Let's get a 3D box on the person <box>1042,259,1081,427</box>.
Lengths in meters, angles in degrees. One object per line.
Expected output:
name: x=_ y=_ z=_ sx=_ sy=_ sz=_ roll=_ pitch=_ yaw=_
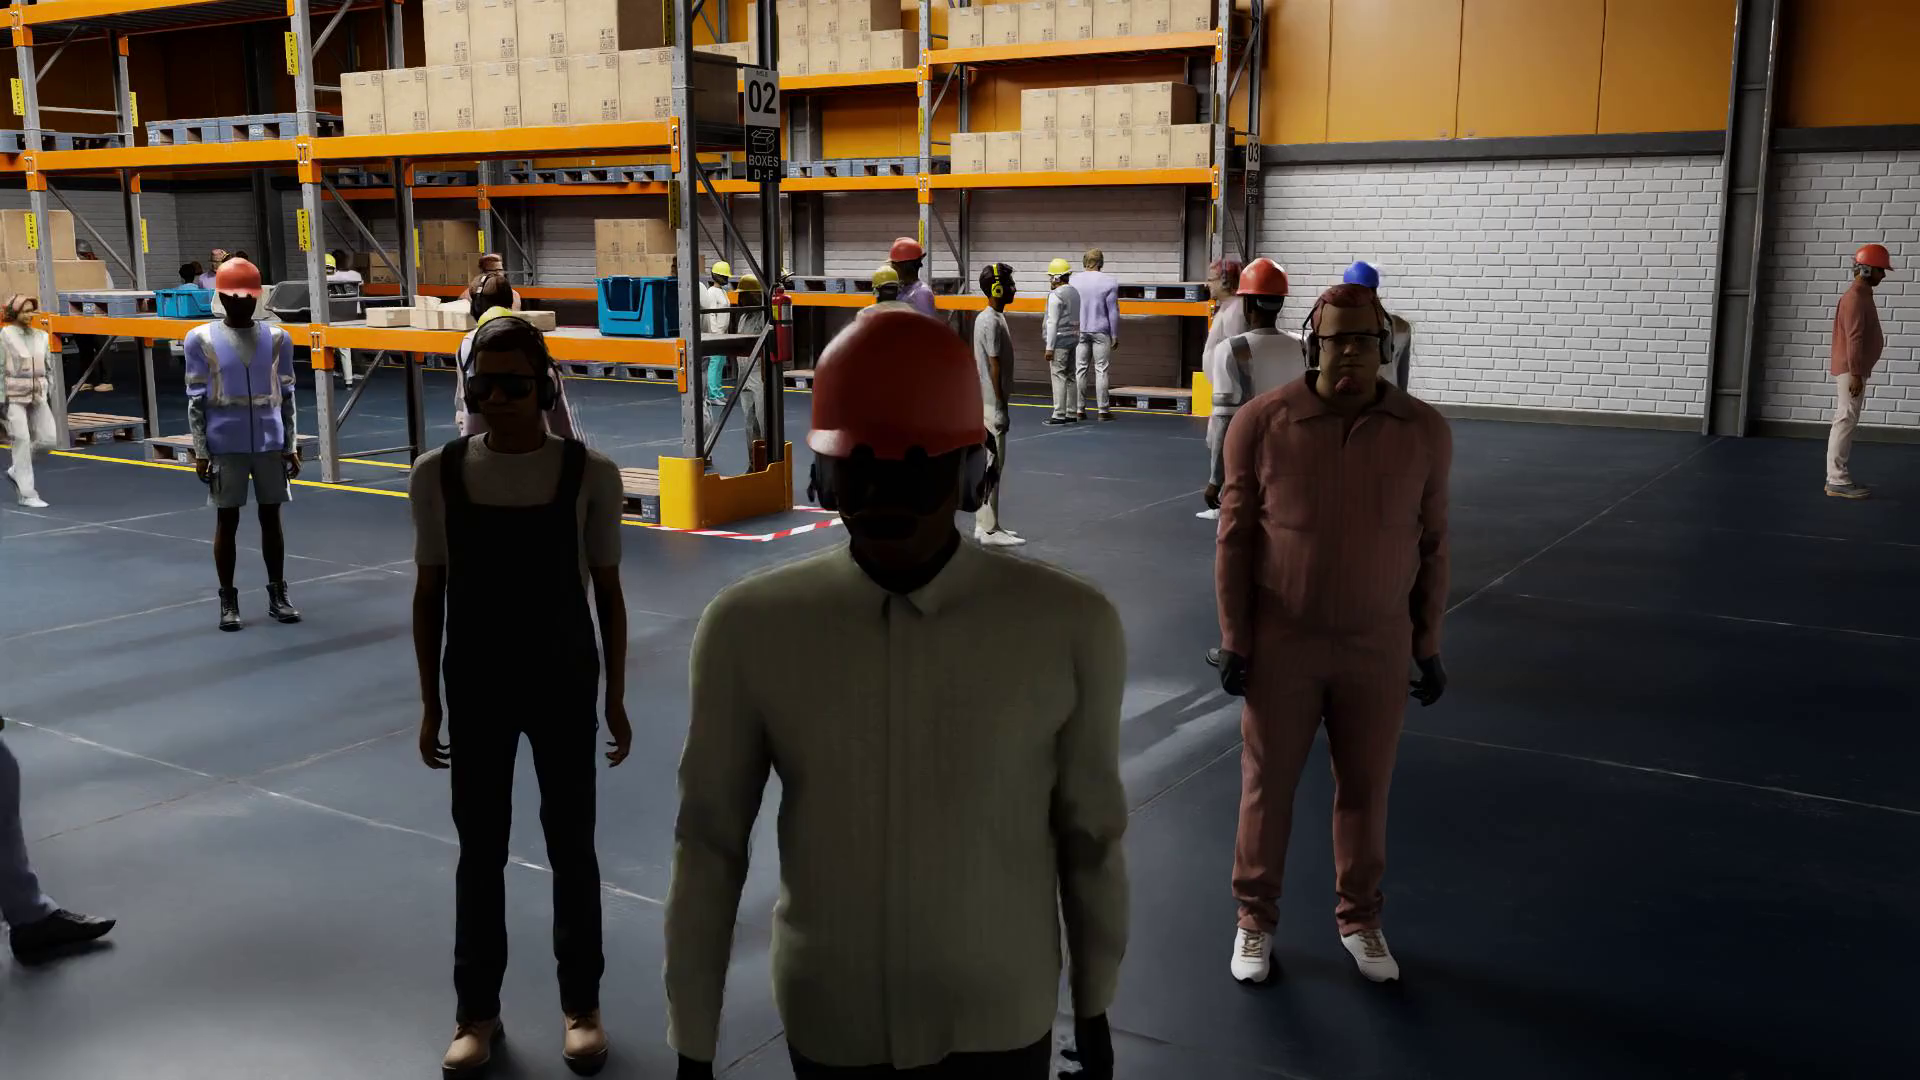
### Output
person: x=1.102 y=-2.146 z=18.142 sx=0.405 sy=1.824 sz=0.586 roll=6 pitch=12 yaw=29

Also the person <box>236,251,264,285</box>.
person: x=-11.617 y=-3.759 z=27.014 sx=0.627 sy=1.844 sz=0.429 roll=-5 pitch=11 yaw=-24

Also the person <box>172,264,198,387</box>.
person: x=-10.606 y=-2.961 z=22.987 sx=0.537 sy=1.696 sz=0.320 roll=-7 pitch=13 yaw=-36

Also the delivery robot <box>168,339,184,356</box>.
delivery robot: x=-12.330 y=-3.117 z=26.759 sx=0.707 sy=0.478 sz=0.477 roll=-1 pitch=10 yaw=-3

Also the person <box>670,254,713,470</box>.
person: x=-2.356 y=-1.578 z=14.656 sx=0.354 sy=1.937 sz=0.635 roll=0 pitch=10 yaw=-1

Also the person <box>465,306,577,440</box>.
person: x=-2.152 y=-0.289 z=8.170 sx=0.935 sy=1.691 sz=0.575 roll=9 pitch=14 yaw=41

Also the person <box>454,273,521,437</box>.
person: x=-2.550 y=-0.538 z=9.163 sx=0.429 sy=1.844 sz=0.627 roll=3 pitch=11 yaw=17

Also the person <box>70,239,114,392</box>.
person: x=-11.695 y=-3.002 z=22.267 sx=0.680 sy=2.000 sz=0.536 roll=4 pitch=11 yaw=21

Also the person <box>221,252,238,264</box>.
person: x=-8.717 y=-2.515 z=20.036 sx=0.327 sy=1.874 sz=0.519 roll=7 pitch=13 yaw=35

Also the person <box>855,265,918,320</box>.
person: x=-0.561 y=-1.267 z=13.259 sx=0.613 sy=1.821 sz=0.469 roll=-3 pitch=11 yaw=-15

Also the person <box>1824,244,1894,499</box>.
person: x=7.094 y=-1.333 z=13.158 sx=0.386 sy=1.989 sz=0.608 roll=5 pitch=11 yaw=26

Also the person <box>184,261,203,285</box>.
person: x=-13.842 y=-4.241 z=30.250 sx=0.285 sy=1.636 sz=0.497 roll=9 pitch=13 yaw=39

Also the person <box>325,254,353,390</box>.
person: x=-8.447 y=-2.916 z=22.361 sx=0.589 sy=1.834 sz=0.403 roll=-6 pitch=12 yaw=-31

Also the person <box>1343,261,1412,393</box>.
person: x=2.515 y=-0.781 z=10.373 sx=0.616 sy=1.895 sz=1.017 roll=-1 pitch=10 yaw=-6

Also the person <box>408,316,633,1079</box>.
person: x=-1.055 y=0.386 z=4.035 sx=0.507 sy=1.847 sz=0.351 roll=-1 pitch=10 yaw=-8

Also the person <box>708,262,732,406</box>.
person: x=-2.939 y=-2.525 z=20.408 sx=0.322 sy=1.761 sz=0.522 roll=2 pitch=10 yaw=9

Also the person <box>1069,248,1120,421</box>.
person: x=1.484 y=-2.294 z=18.640 sx=0.627 sy=1.934 sz=0.372 roll=4 pitch=11 yaw=20

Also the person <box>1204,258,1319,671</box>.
person: x=1.396 y=-0.342 z=7.810 sx=0.550 sy=1.937 sz=0.357 roll=-4 pitch=11 yaw=-22

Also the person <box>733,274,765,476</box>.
person: x=-1.705 y=-1.316 z=13.745 sx=0.307 sy=1.743 sz=0.494 roll=-8 pitch=13 yaw=-37

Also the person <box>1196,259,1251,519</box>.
person: x=2.013 y=-1.081 z=12.048 sx=0.526 sy=1.887 sz=0.670 roll=1 pitch=10 yaw=6

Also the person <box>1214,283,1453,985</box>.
person: x=1.009 y=0.268 z=4.513 sx=0.636 sy=1.911 sz=0.404 roll=0 pitch=10 yaw=2

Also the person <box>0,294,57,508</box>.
person: x=-7.148 y=-1.053 z=12.630 sx=0.459 sy=1.628 sz=0.528 roll=4 pitch=11 yaw=20

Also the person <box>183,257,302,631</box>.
person: x=-3.724 y=-0.500 z=8.697 sx=0.543 sy=1.934 sz=0.362 roll=-7 pitch=13 yaw=-36

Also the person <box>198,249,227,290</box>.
person: x=-9.429 y=-2.757 z=21.295 sx=0.636 sy=1.903 sz=0.404 roll=-2 pitch=10 yaw=-8

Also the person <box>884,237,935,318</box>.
person: x=-0.409 y=-1.402 z=13.396 sx=0.373 sy=2.040 sz=0.616 roll=-4 pitch=11 yaw=-20

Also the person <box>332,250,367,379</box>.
person: x=-9.059 y=-3.287 z=24.302 sx=0.977 sy=1.868 sz=0.617 roll=5 pitch=12 yaw=27

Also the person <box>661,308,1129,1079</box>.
person: x=-0.090 y=0.648 z=2.347 sx=0.642 sy=1.935 sz=1.040 roll=1 pitch=10 yaw=6

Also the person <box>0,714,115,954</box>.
person: x=-2.681 y=0.373 z=4.450 sx=0.769 sy=1.727 sz=0.516 roll=-4 pitch=11 yaw=-22

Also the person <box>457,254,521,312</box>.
person: x=-4.146 y=-1.588 z=14.835 sx=0.398 sy=1.899 sz=0.635 roll=9 pitch=13 yaw=40

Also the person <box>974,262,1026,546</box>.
person: x=0.253 y=-0.901 z=11.088 sx=0.328 sy=1.876 sz=0.513 roll=-1 pitch=10 yaw=-7
